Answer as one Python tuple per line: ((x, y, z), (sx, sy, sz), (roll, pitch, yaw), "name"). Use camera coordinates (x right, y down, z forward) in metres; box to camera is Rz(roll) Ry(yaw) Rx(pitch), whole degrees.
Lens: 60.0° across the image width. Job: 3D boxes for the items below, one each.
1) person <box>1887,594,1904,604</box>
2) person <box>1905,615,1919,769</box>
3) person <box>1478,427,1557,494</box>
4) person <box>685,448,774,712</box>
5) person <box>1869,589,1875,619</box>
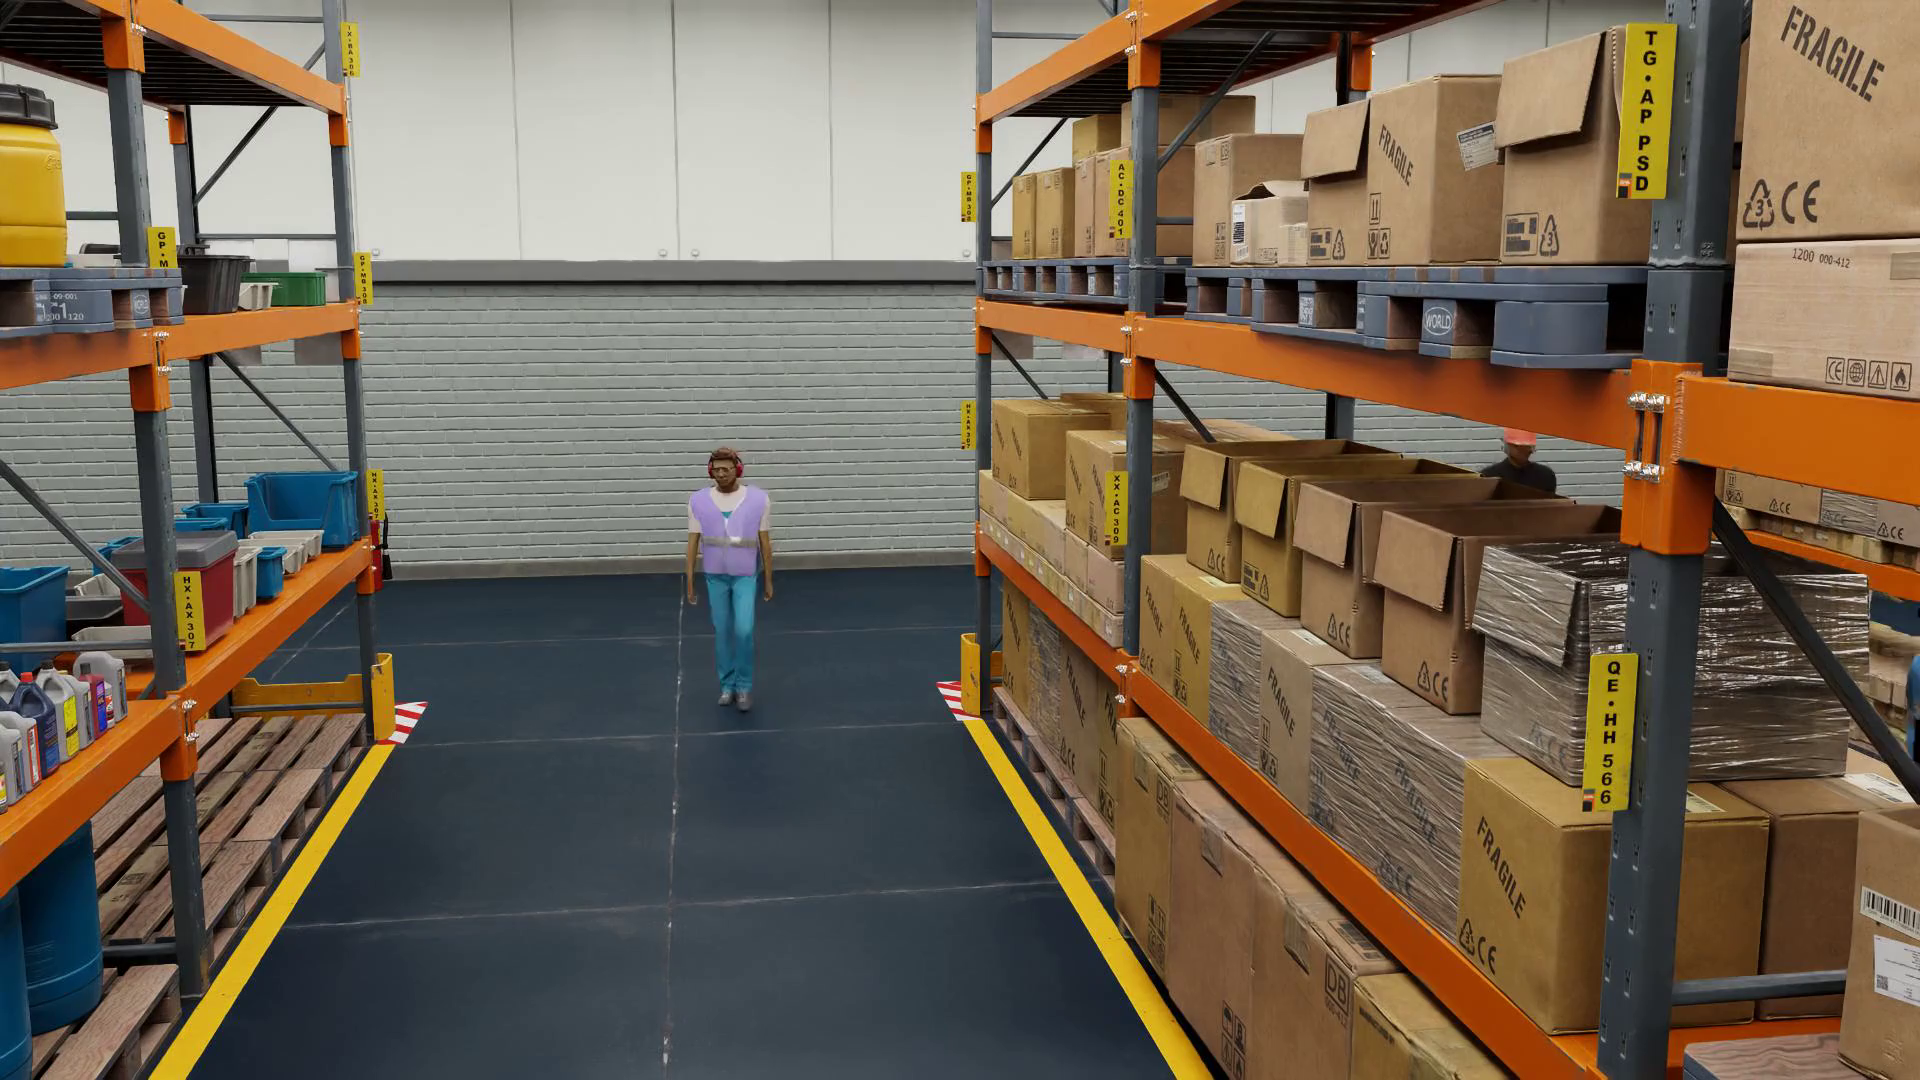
((8.783, -0.331, 14.857), (0.910, 1.939, 0.602), (3, 10, 20), "person")
((4.384, 0.993, 7.462), (0.542, 1.681, 0.501), (-4, 10, -22), "person")
((4.124, 0.043, 12.482), (0.622, 1.962, 0.902), (0, 9, -1), "person")
((-1.601, 0.279, 11.442), (0.589, 1.819, 0.647), (0, 9, 2), "person")
((6.198, 0.242, 11.572), (0.510, 1.860, 0.334), (-4, 10, -25), "person")
